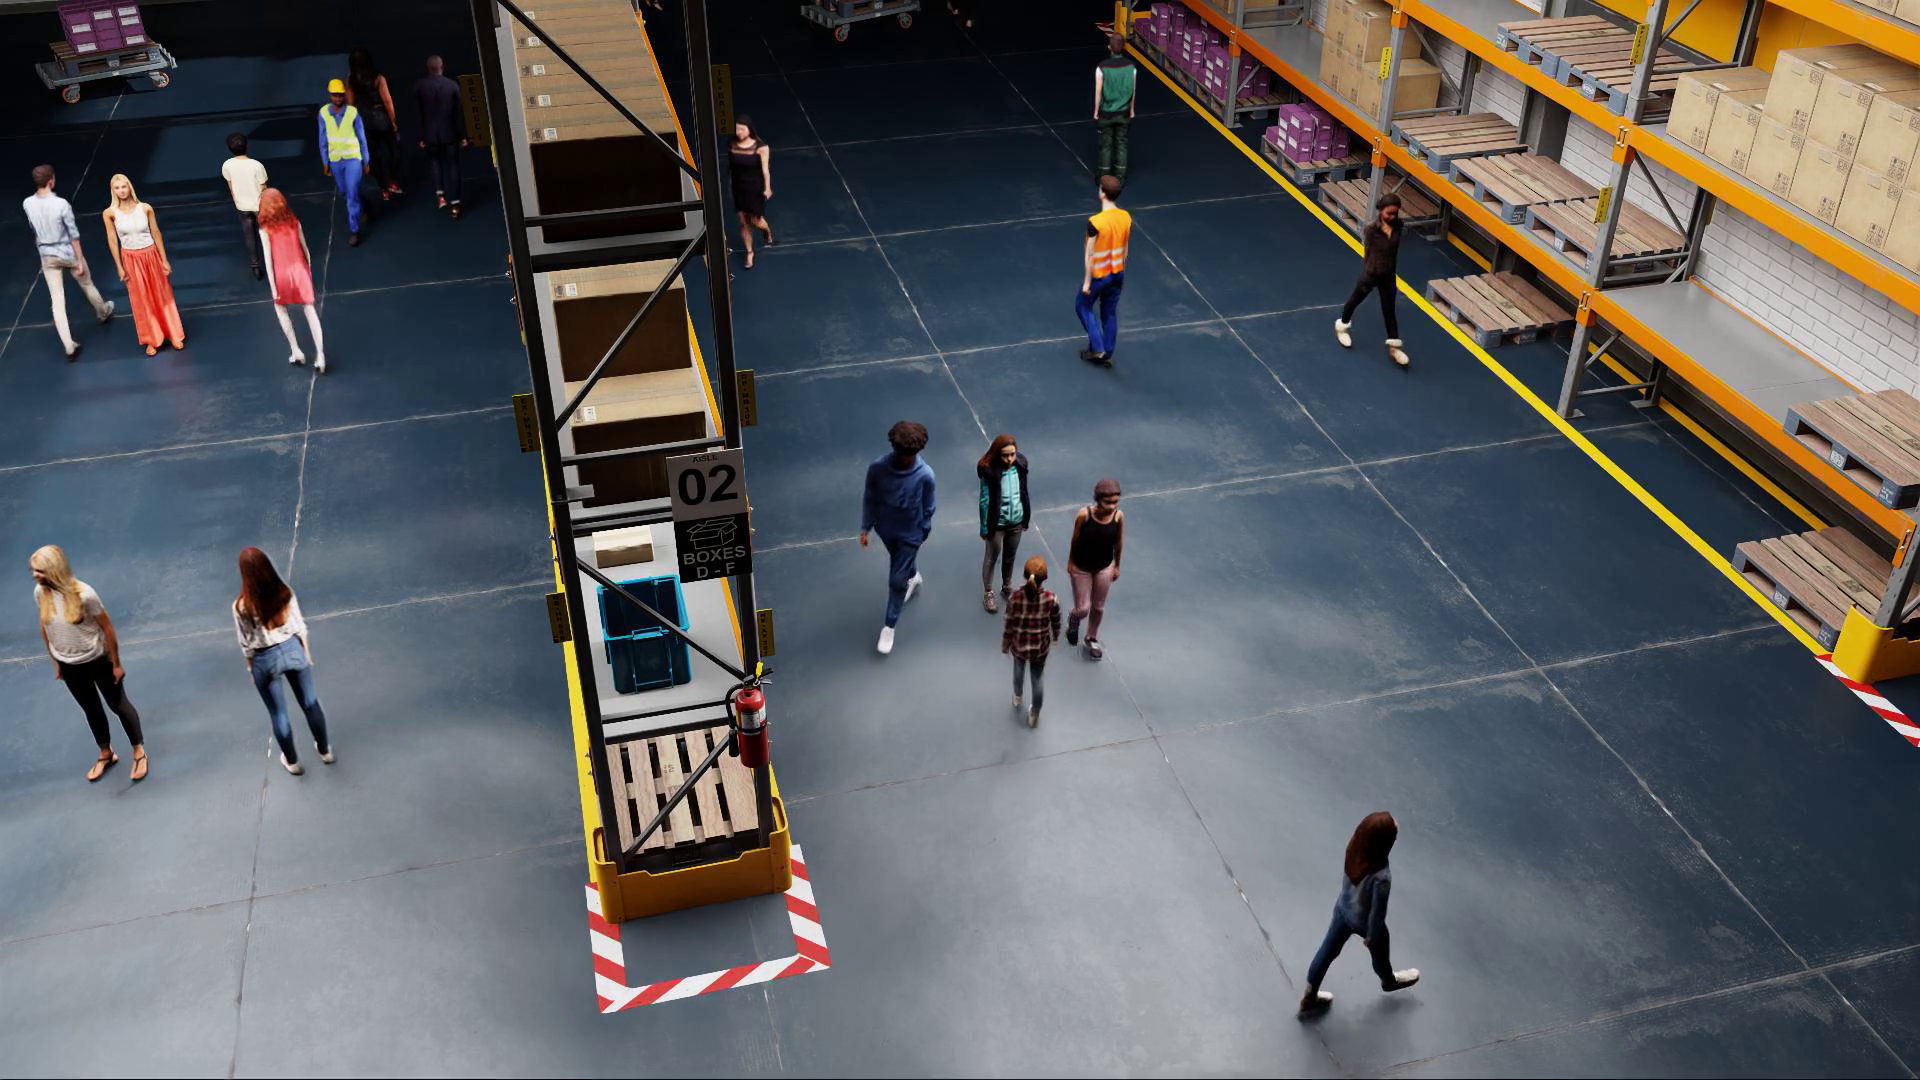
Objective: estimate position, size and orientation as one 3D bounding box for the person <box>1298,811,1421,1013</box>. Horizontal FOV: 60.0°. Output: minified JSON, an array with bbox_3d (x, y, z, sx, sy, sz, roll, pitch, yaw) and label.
[{"bbox_3d":[2.148,2.087,9.211,0.712,1.444,0.932,-12,36,-18],"label":"person"}]

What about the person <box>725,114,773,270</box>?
[{"bbox_3d":[-2.231,-3.742,17.745,0.840,1.704,0.920,9,35,14],"label":"person"}]

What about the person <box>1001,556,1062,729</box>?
[{"bbox_3d":[0.482,0.733,11.388,0.655,1.288,0.722,1,34,2],"label":"person"}]

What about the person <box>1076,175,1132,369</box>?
[{"bbox_3d":[1.415,-2.483,15.696,0.806,1.875,0.790,-20,38,-27],"label":"person"}]

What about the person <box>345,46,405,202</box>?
[{"bbox_3d":[-6.769,-4.775,19.205,0.734,1.808,0.712,-2,34,-3],"label":"person"}]

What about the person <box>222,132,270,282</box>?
[{"bbox_3d":[-7.431,-3.495,17.484,0.620,1.581,0.541,-2,34,-4],"label":"person"}]

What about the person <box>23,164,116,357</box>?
[{"bbox_3d":[-8.702,-2.655,16.034,0.812,1.788,1.300,-3,34,-4],"label":"person"}]

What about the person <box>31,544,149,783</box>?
[{"bbox_3d":[-5.673,0.784,10.827,0.664,1.824,0.626,1,34,2],"label":"person"}]

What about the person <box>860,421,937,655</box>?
[{"bbox_3d":[-0.416,-0.144,12.287,1.139,1.754,1.272,13,36,19],"label":"person"}]

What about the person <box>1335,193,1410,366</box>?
[{"bbox_3d":[4.040,-2.469,15.887,1.085,1.641,0.611,-8,35,-12],"label":"person"}]

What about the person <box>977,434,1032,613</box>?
[{"bbox_3d":[0.328,-0.154,12.532,0.628,1.499,0.638,-16,37,-23],"label":"person"}]

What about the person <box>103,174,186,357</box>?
[{"bbox_3d":[-7.888,-2.671,16.046,0.686,1.802,0.668,-17,37,-24],"label":"person"}]

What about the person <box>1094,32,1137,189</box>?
[{"bbox_3d":[1.814,-5.056,19.598,0.664,1.841,0.599,-5,34,-7],"label":"person"}]

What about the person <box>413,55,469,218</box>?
[{"bbox_3d":[-5.895,-4.533,18.857,0.748,1.791,0.711,-5,34,-7],"label":"person"}]

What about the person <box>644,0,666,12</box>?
[{"bbox_3d":[-4.840,-9.078,25.770,0.686,1.707,0.761,21,39,28],"label":"person"}]

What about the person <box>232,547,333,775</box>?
[{"bbox_3d":[-4.462,0.791,10.903,0.637,1.729,0.636,-24,40,-31],"label":"person"}]

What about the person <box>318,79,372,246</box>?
[{"bbox_3d":[-6.783,-4.229,18.405,0.827,1.783,1.173,-1,34,-1],"label":"person"}]

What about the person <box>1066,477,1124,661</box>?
[{"bbox_3d":[0.940,0.162,12.017,0.570,1.542,0.674,-3,34,-4],"label":"person"}]

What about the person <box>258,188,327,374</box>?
[{"bbox_3d":[-6.224,-2.391,15.621,0.855,1.806,0.791,28,43,35],"label":"person"}]

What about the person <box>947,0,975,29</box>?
[{"bbox_3d":[0.062,-8.569,25.009,0.707,1.702,1.148,-5,34,-8],"label":"person"}]
